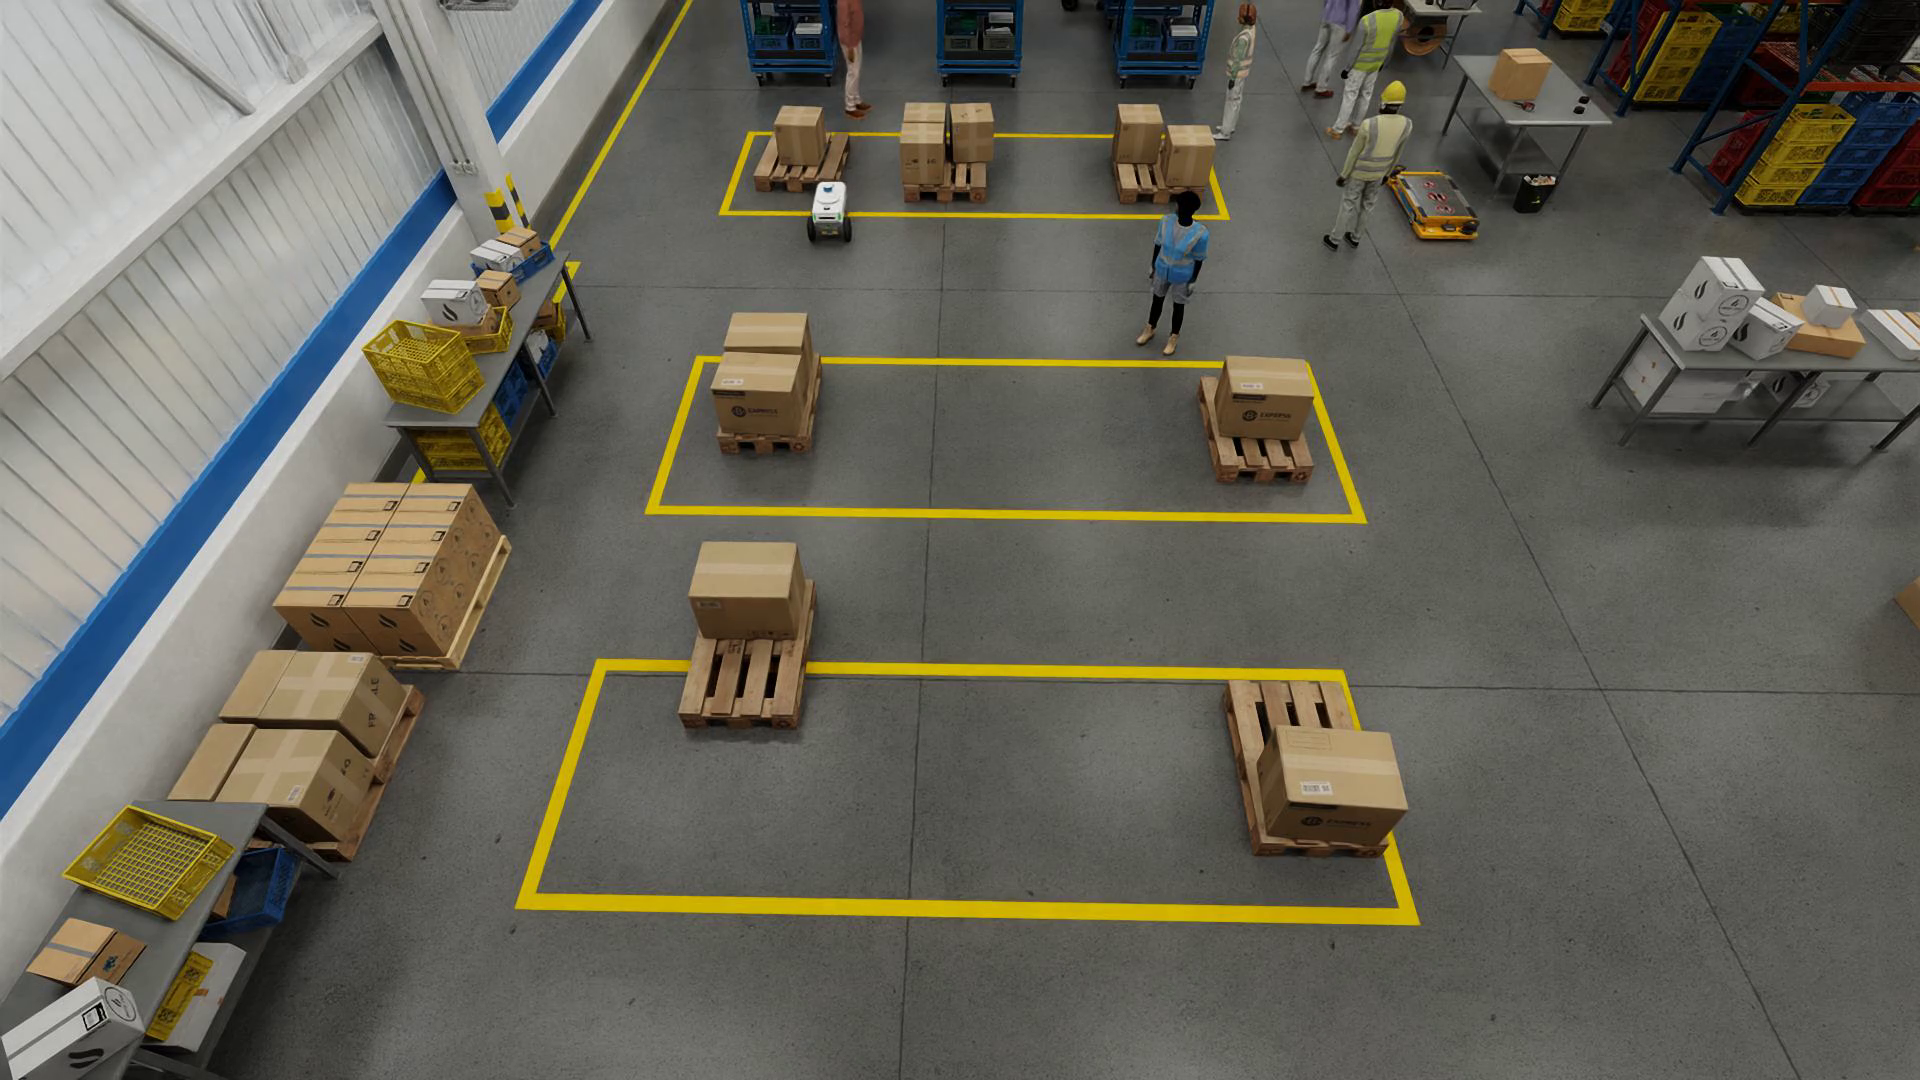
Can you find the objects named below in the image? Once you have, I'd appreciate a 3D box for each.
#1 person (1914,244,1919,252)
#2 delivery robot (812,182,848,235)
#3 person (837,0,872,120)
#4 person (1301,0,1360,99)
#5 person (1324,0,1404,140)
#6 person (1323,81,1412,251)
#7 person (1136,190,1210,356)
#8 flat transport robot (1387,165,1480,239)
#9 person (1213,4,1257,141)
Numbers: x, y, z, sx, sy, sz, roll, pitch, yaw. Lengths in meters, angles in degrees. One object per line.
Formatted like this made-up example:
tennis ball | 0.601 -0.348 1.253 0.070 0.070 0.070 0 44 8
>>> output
person | 11.189 -3.897 9.829 0.354 1.884 0.572 -9 50 -7
delivery robot | -1.509 -3.893 10.638 0.477 0.478 0.707 0 49 0
person | -1.386 -6.624 12.133 0.457 1.969 0.626 9 50 7
person | 5.171 -7.127 12.601 0.371 1.929 0.628 -23 53 -19
person | 5.195 -6.118 11.778 0.627 1.846 0.429 -16 51 -14
person | 4.440 -4.040 9.989 0.595 1.833 0.403 -7 49 -6
person | 2.049 -2.552 8.789 0.532 1.694 0.319 29 55 23
flat transport robot | 5.692 -4.094 11.059 0.652 0.197 1.431 1 49 1
person | 3.578 -6.024 11.837 0.313 1.633 0.515 19 52 15
